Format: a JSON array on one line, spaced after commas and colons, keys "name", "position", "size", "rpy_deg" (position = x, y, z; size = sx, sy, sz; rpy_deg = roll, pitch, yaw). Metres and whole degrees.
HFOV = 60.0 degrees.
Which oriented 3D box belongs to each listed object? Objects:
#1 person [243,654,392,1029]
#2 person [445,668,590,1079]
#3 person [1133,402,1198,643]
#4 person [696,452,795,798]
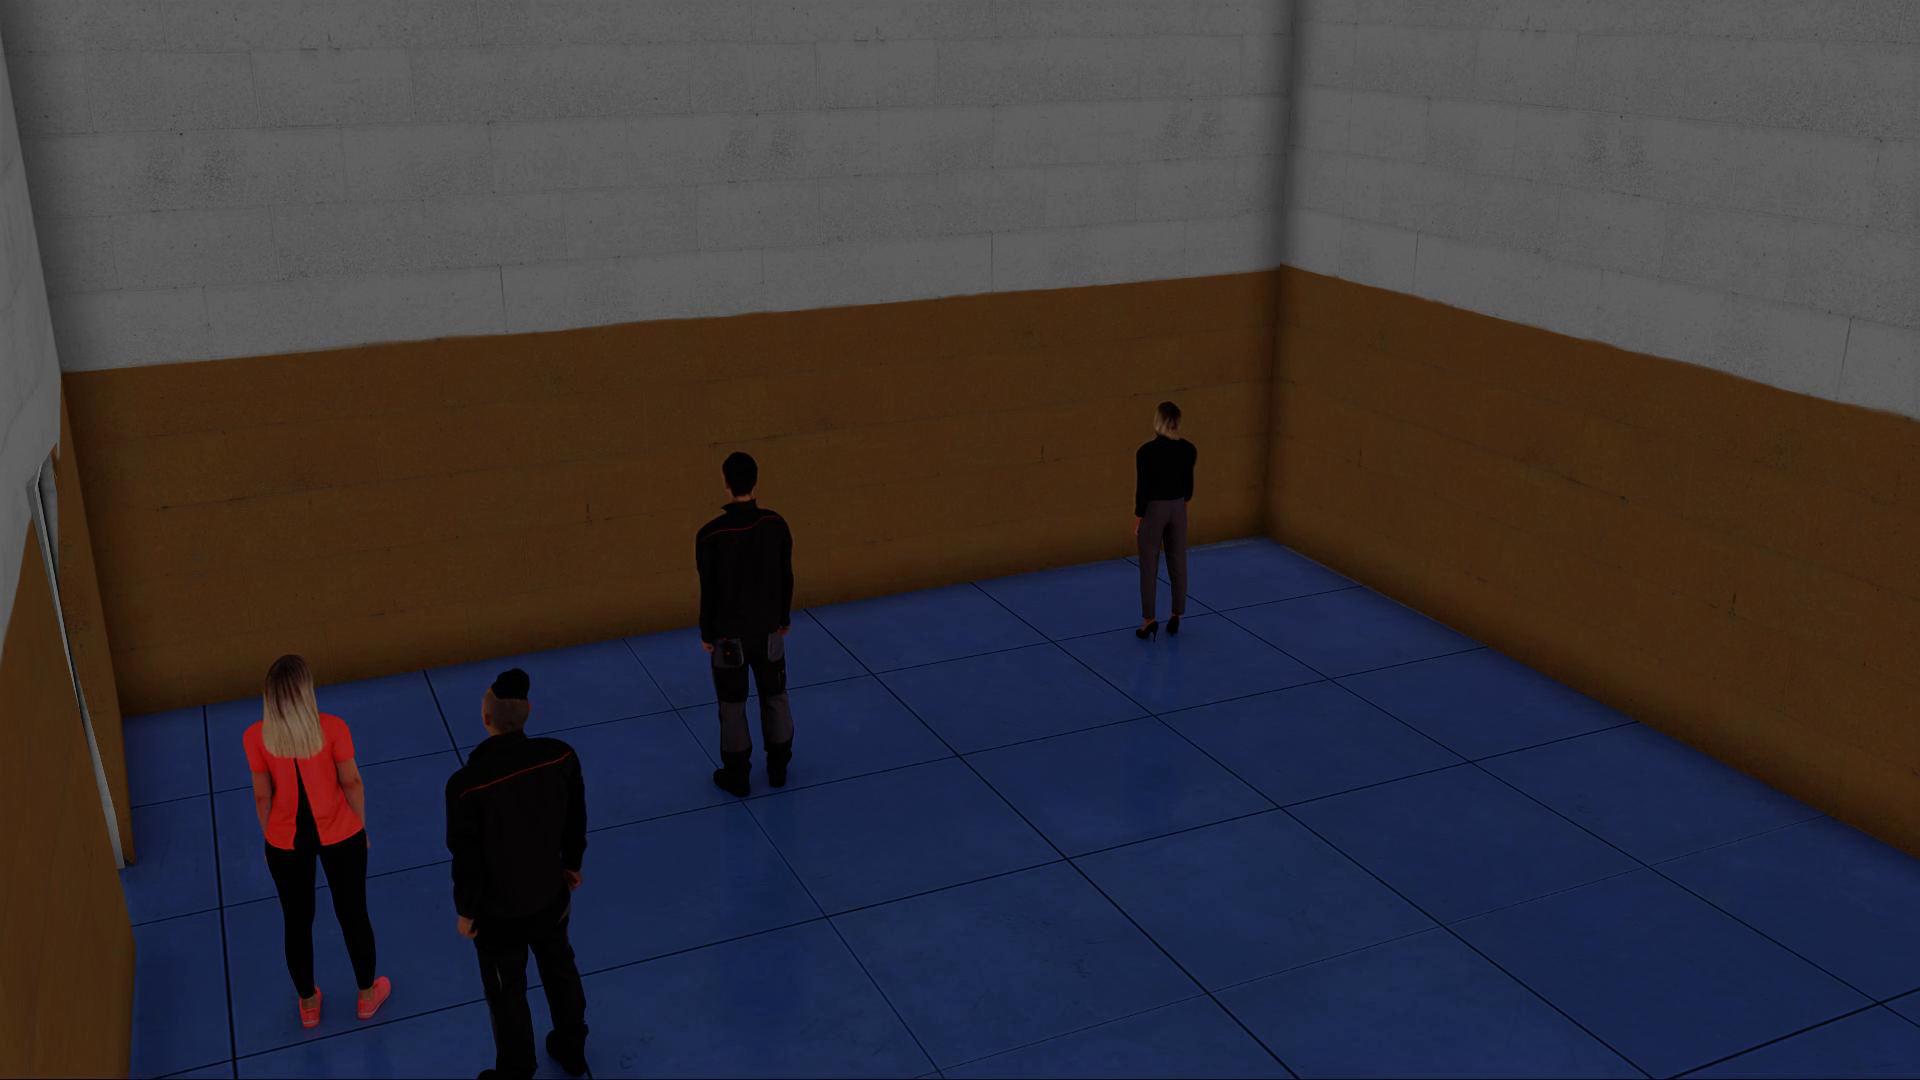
[{"name": "person", "position": [-2.750, 1.278, 7.082], "size": [0.547, 1.694, 0.701], "rpy_deg": [-4, 19, -10]}, {"name": "person", "position": [-1.735, 1.352, 6.564], "size": [0.910, 1.861, 0.727], "rpy_deg": [16, 24, 40]}, {"name": "person", "position": [1.380, -0.125, 11.275], "size": [0.471, 1.672, 0.661], "rpy_deg": [-7, 20, -20]}, {"name": "person", "position": [-1.171, 0.456, 9.125], "size": [0.537, 1.946, 0.771], "rpy_deg": [-10, 21, -27]}]
